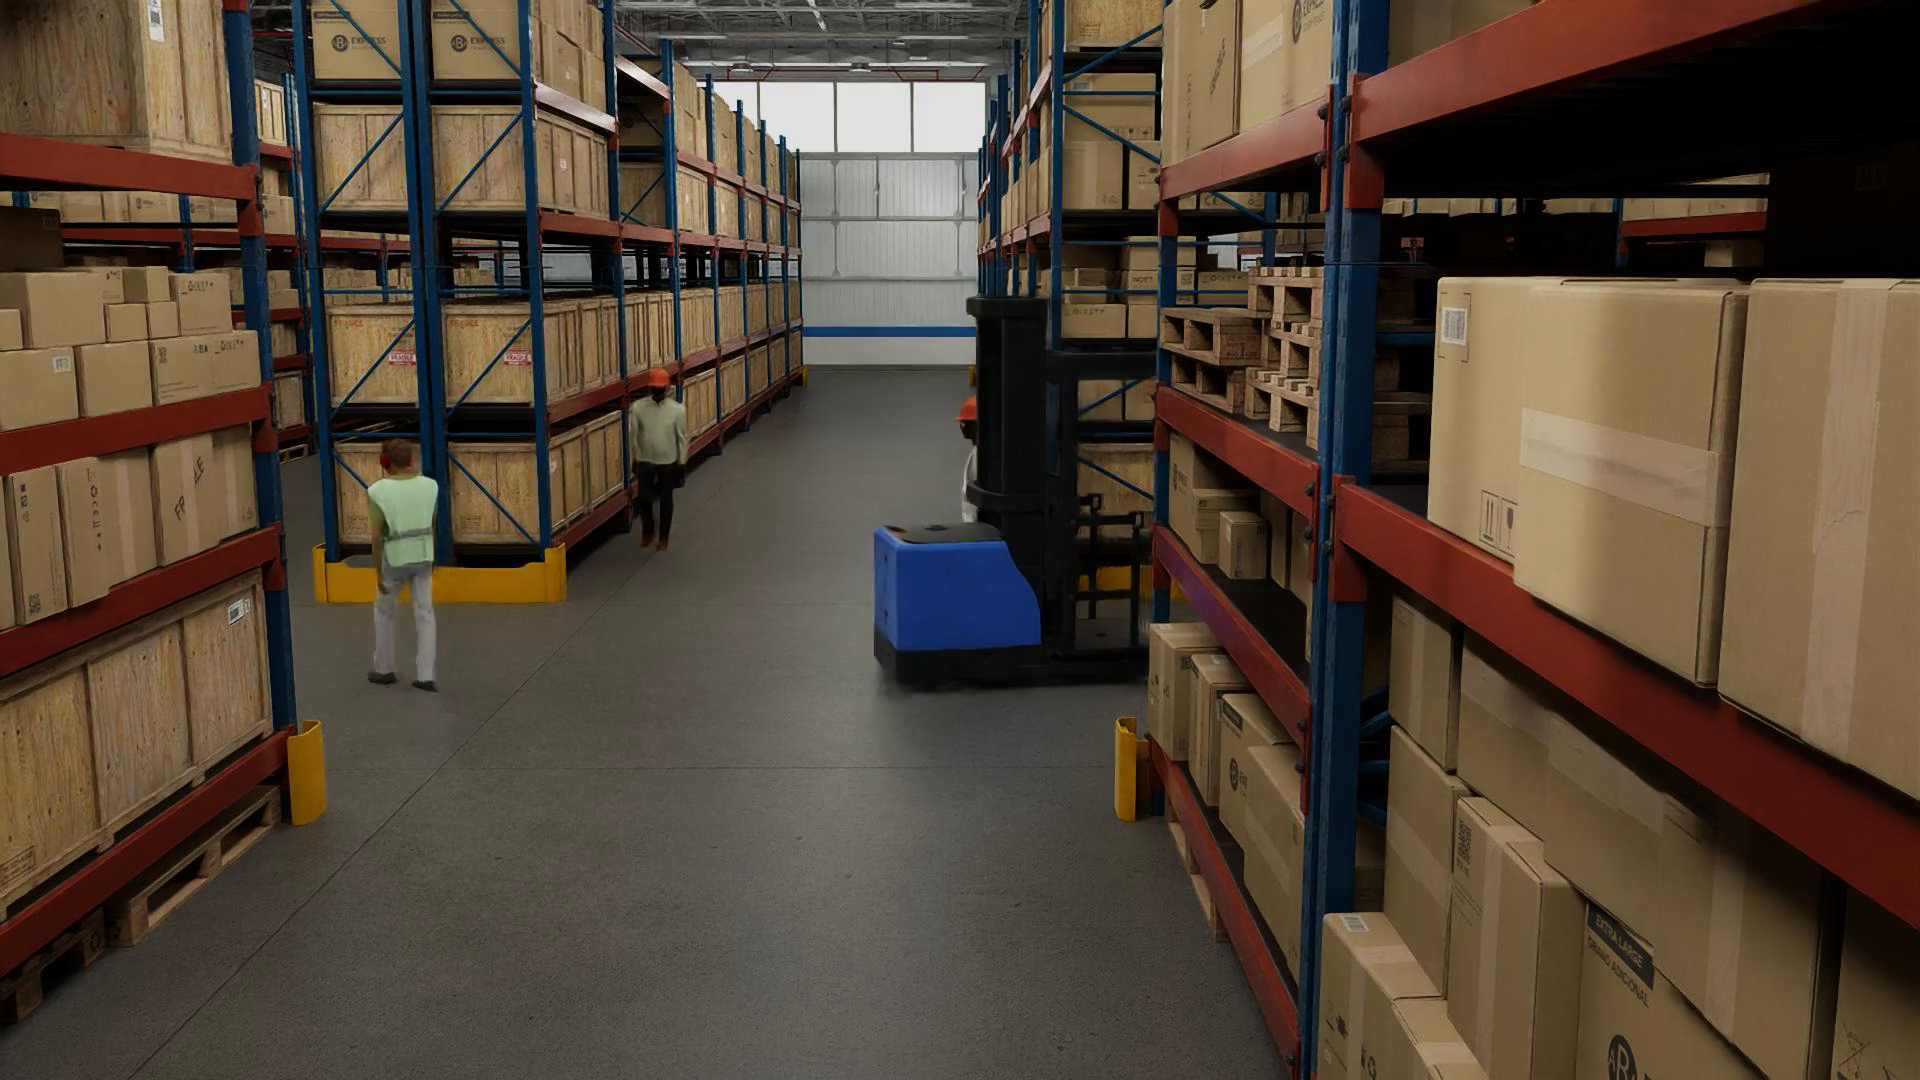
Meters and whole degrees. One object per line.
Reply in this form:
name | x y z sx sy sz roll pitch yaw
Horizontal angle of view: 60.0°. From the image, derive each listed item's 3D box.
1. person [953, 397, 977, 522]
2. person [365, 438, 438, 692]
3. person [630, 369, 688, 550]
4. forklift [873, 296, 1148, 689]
person | 0.177 -0.125 13.238 0.490 2.023 0.628 1 9 4
person | -4.061 0.171 12.055 0.562 1.815 0.790 -9 13 -42
person | -3.225 -0.840 17.793 0.637 1.962 0.679 0 9 -2
forklift | 0.345 -0.406 12.343 1.873 2.768 1.129 -2 10 -13
